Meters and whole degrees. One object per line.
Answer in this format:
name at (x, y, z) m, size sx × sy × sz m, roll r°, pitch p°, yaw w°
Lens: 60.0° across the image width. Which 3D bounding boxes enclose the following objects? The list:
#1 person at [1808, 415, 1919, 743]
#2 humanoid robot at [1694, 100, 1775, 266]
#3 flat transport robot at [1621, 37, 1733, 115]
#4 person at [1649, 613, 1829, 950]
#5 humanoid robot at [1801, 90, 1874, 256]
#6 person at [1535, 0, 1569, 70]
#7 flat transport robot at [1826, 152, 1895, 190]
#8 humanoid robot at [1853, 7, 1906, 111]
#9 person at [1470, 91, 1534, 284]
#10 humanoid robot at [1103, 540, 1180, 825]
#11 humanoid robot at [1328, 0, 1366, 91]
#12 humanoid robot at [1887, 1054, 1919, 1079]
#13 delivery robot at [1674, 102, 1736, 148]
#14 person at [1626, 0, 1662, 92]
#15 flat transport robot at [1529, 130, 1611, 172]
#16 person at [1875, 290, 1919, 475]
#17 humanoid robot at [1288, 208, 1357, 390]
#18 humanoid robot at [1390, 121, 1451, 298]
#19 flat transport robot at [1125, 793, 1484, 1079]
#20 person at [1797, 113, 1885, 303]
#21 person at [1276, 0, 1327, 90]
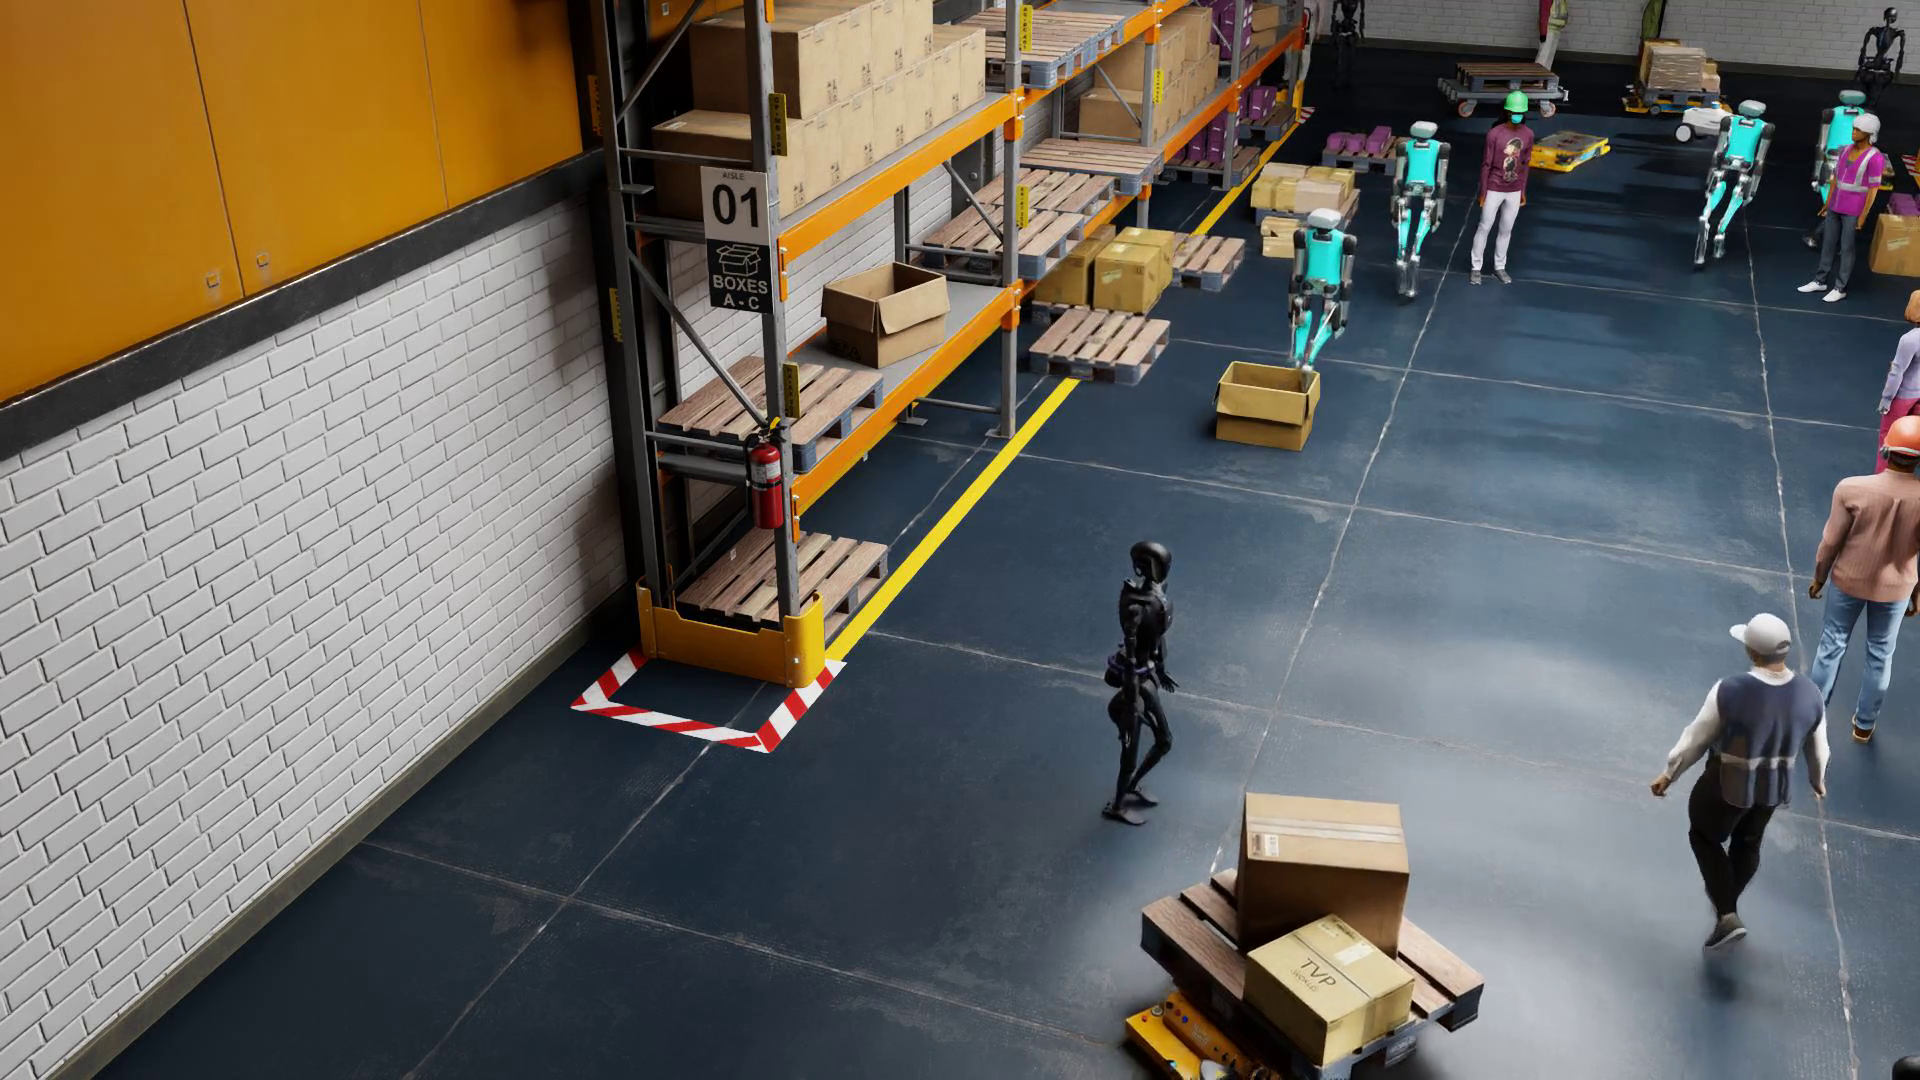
person at (5.150, 0.233, 9.418) m, size 0.610 × 1.994 × 0.391 m, roll 10°, pitch 29°, yaw 18°
humanoid robot at (7.914, -3.601, 17.190) m, size 0.543 × 1.771 × 1.037 m, roll 19°, pitch 33°, yaw 33°
flat transport robot at (10.307, -6.276, 23.924) m, size 1.431 × 0.231 × 0.659 m, roll 6°, pitch 28°, yaw 12°
person at (3.739, 1.170, 7.886) m, size 0.822 × 1.731 × 0.630 m, roll -2°, pitch 27°, yaw -4°
humanoid robot at (9.345, -3.782, 17.531) m, size 0.531 × 1.760 × 1.013 m, roll -1°, pitch 27°, yaw -1°
person at (8.824, -7.621, 24.833) m, size 0.429 × 1.832 × 0.633 m, roll 20°, pitch 33°, yaw 34°
flat transport robot at (11.222, -4.636, 20.743) m, size 0.659 × 0.231 × 1.431 m, roll 10°, pitch 29°, yaw 19°
humanoid robot at (12.560, -6.447, 22.782) m, size 0.794 × 1.629 × 0.602 m, roll -23°, pitch 35°, yaw -37°
person at (5.493, -3.566, 16.833) m, size 0.500 × 1.949 × 0.423 m, roll -2°, pitch 27°, yaw -5°
humanoid robot at (0.951, 0.758, 8.746) m, size 0.327 × 1.645 × 0.593 m, roll 11°, pitch 29°, yaw 21°
humanoid robot at (5.813, -7.601, 24.948) m, size 0.594 × 1.648 × 0.346 m, roll -9°, pitch 29°, yaw -16°
humanoid robot at (3.047, 2.371, 5.665) m, size 0.663 × 1.634 × 0.600 m, roll 6°, pitch 28°, yaw 11°
delivery robot at (9.998, -5.536, 22.183) m, size 0.525 × 0.600 × 0.772 m, roll -20°, pitch 34°, yaw -34°
person at (10.291, -7.547, 24.897) m, size 0.281 × 1.632 × 0.504 m, roll 5°, pitch 28°, yaw 9°
flat transport robot at (7.831, -5.034, 21.516) m, size 0.659 × 0.231 × 1.431 m, roll 21°, pitch 34°, yaw 35°
person at (7.018, -1.077, 12.358) m, size 0.501 × 1.628 × 0.284 m, roll -15°, pitch 31°, yaw -26°
humanoid robot at (2.877, -1.799, 13.643) m, size 0.553 × 1.759 × 0.963 m, roll 16°, pitch 31°, yaw 27°
humanoid robot at (4.399, -3.149, 16.199) m, size 0.549 × 1.731 × 0.751 m, roll 12°, pitch 30°, yaw 22°
flat transport robot at (1.525, 2.122, 7.635) m, size 1.431 × 0.231 × 0.659 m, roll -16°, pitch 31°, yaw -28°
person at (8.725, -3.269, 16.368) m, size 0.318 × 1.846 × 0.525 m, roll -9°, pitch 29°, yaw -17°
person at (5.144, -7.679, 24.869) m, size 0.654 × 1.897 × 0.470 m, roll 16°, pitch 31°, yaw 27°
